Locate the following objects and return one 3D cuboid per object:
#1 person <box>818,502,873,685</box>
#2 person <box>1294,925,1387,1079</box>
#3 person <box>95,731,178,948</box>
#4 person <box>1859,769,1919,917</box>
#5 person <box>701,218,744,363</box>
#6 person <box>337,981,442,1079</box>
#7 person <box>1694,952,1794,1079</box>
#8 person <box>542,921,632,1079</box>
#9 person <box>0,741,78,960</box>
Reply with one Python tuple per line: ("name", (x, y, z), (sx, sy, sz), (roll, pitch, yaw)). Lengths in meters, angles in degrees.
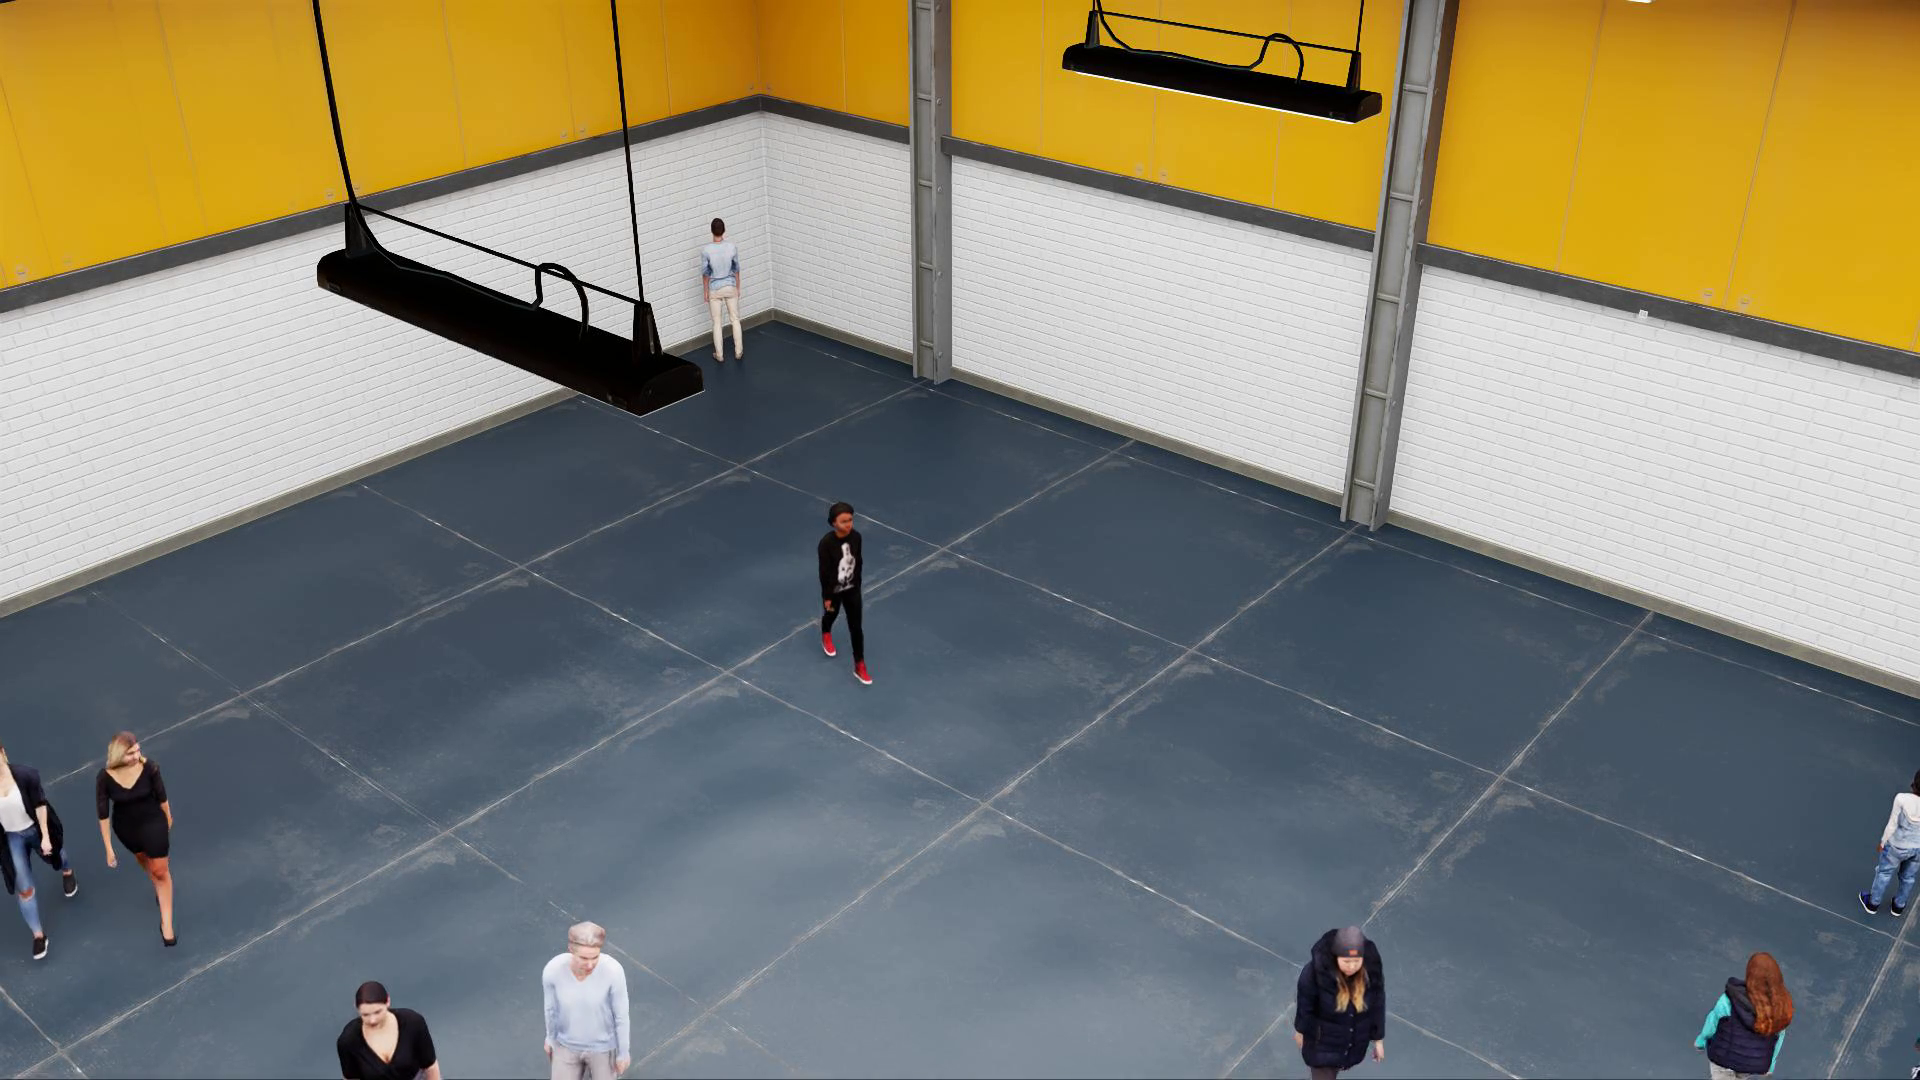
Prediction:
("person", (-1.094, 0.408, 14.688), (0.919, 1.639, 1.179), (-12, 31, -21))
("person", (2.252, 2.915, 10.076), (0.949, 1.652, 1.027), (-6, 29, -10))
("person", (-5.790, 2.008, 11.768), (0.912, 1.625, 1.128), (-9, 30, -17))
("person", (6.757, 2.151, 11.887), (0.541, 1.261, 0.621), (6, 29, 11))
("person", (-3.001, -3.163, 21.016), (0.732, 1.847, 0.744), (-8, 30, -15))
("person", (-3.237, 3.152, 9.576), (0.943, 1.716, 1.186), (-13, 31, -23))
("person", (4.651, 3.116, 9.882), (0.757, 1.485, 0.809), (1, 29, 1))
("person", (-2.177, 2.918, 9.845), (0.815, 1.868, 0.893), (2, 29, 3))
("person", (-6.547, 2.024, 11.721), (1.004, 1.641, 1.231), (-9, 30, -17))
